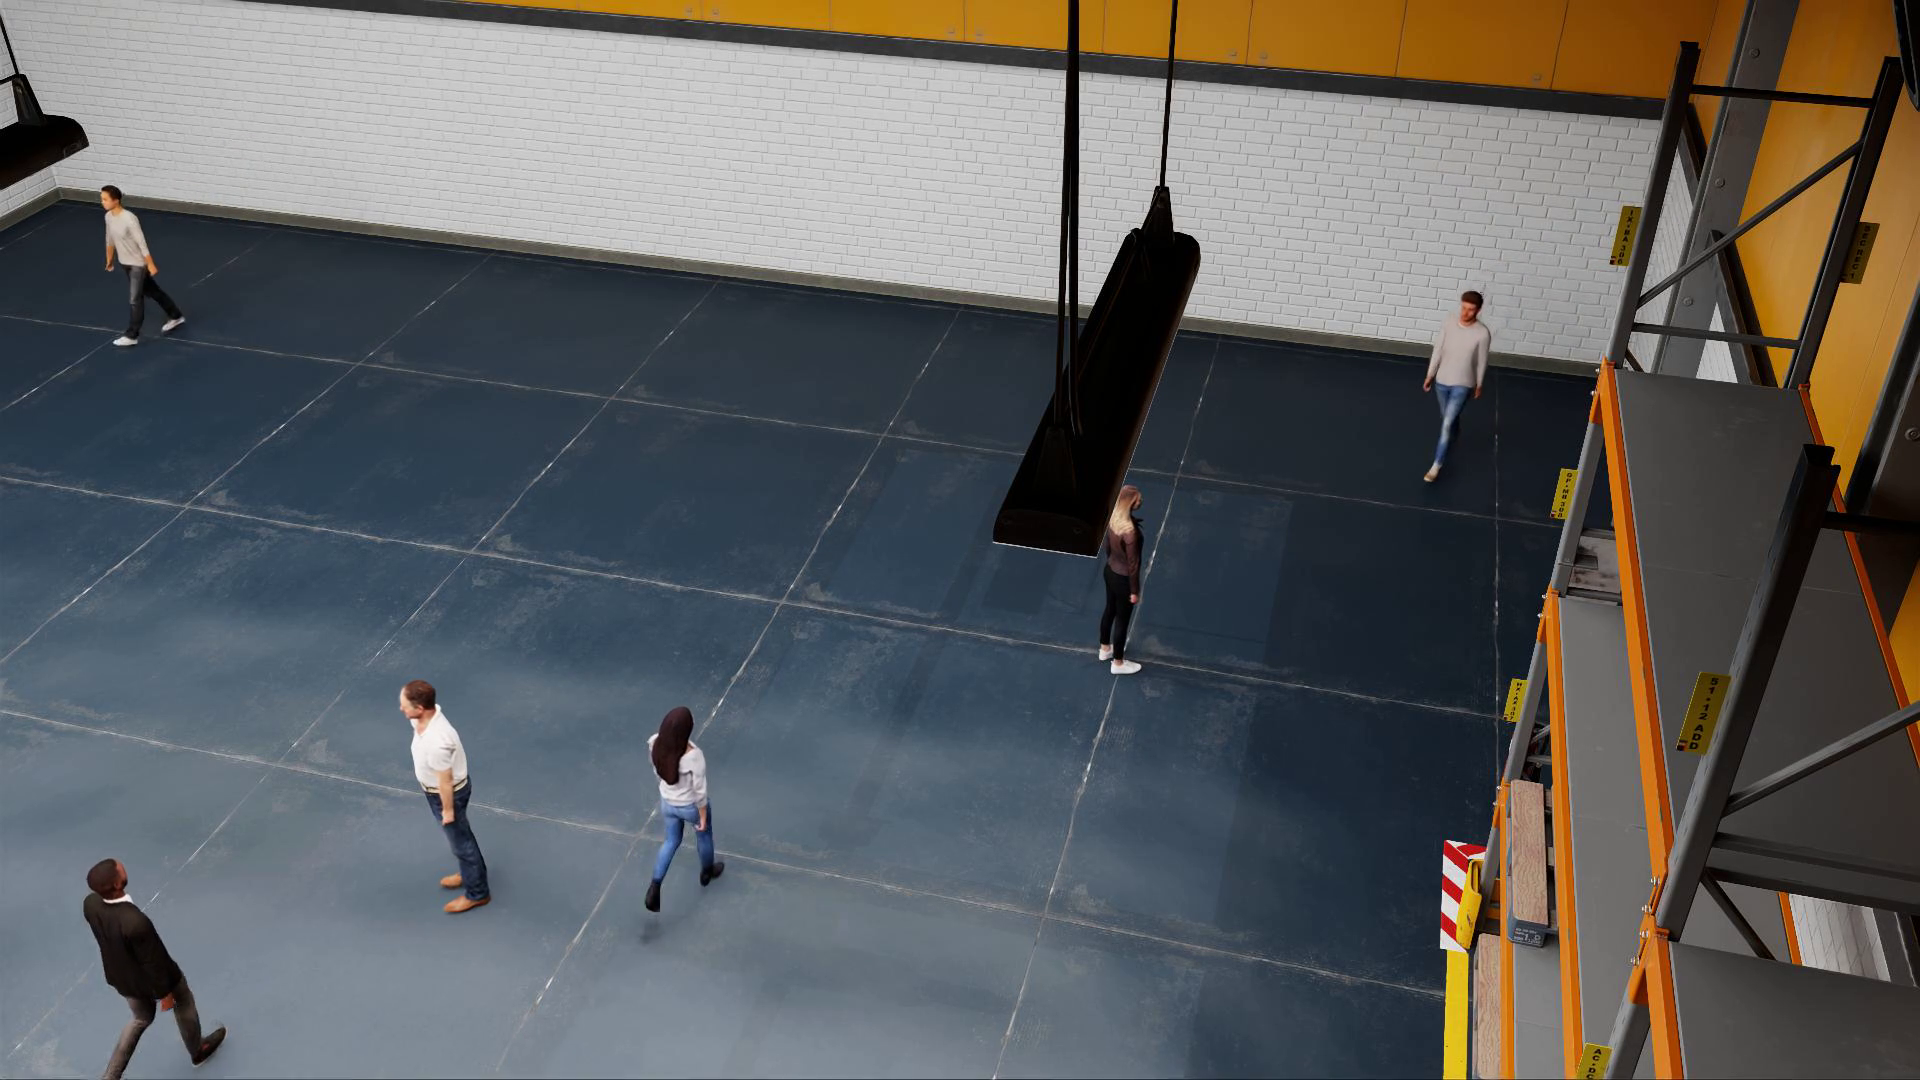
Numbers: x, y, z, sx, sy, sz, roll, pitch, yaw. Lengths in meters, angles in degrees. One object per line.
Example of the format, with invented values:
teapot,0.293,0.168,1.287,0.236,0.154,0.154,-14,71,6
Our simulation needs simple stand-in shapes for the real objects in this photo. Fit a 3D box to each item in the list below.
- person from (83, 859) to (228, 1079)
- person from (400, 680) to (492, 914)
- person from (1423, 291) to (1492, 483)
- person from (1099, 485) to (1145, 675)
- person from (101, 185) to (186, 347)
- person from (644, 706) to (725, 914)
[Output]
person,-4.827,2.619,9.711,0.776,1.773,1.136,14,36,21
person,-3.392,1.670,11.071,0.818,1.847,0.743,-15,36,-21
person,4.759,-1.547,15.893,1.013,1.866,1.301,26,41,33
person,1.278,0.303,13.258,0.737,1.704,0.634,-11,35,-17
person,-8.967,-3.059,18.258,0.922,1.767,1.206,21,39,28
person,-1.893,1.813,11.073,0.724,1.607,1.013,16,37,22
